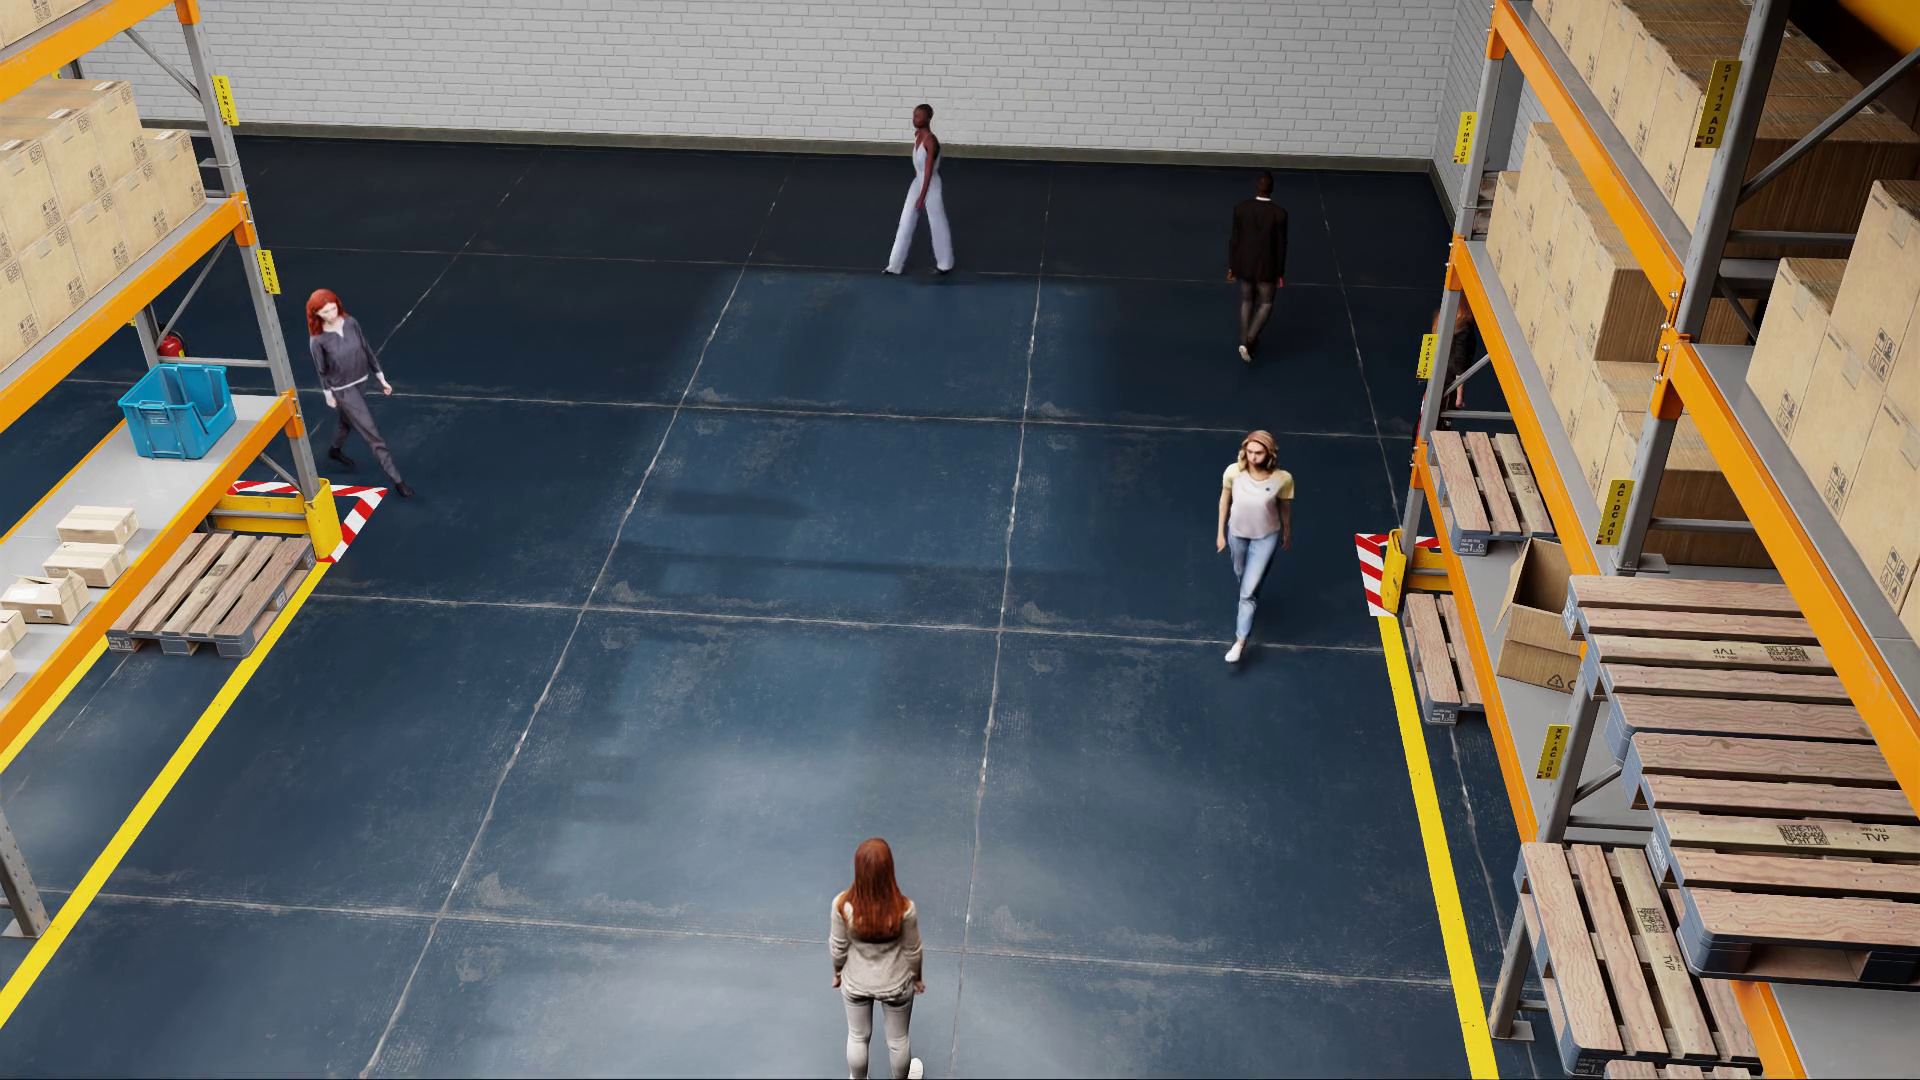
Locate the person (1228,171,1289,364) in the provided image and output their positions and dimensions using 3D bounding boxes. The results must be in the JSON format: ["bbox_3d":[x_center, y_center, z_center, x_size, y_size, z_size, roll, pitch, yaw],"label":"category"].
[{"bbox_3d":[2.587,-2.342,14.614,0.860,1.787,0.984,15,37,22],"label":"person"}]

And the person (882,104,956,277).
[{"bbox_3d":[-0.228,-3.378,16.206,0.963,1.750,1.015,-16,37,-22],"label":"person"}]

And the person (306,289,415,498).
[{"bbox_3d":[-4.799,-1.170,12.919,1.005,1.712,1.223,17,37,23],"label":"person"}]

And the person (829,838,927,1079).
[{"bbox_3d":[-0.399,2.107,7.989,0.601,1.712,0.531,2,34,3],"label":"person"}]

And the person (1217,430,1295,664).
[{"bbox_3d":[1.994,-0.063,11.294,0.830,1.667,1.244,7,34,10],"label":"person"}]

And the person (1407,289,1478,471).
[{"bbox_3d":[3.788,-1.258,13.057,0.734,1.706,0.596,-11,35,-15],"label":"person"}]
